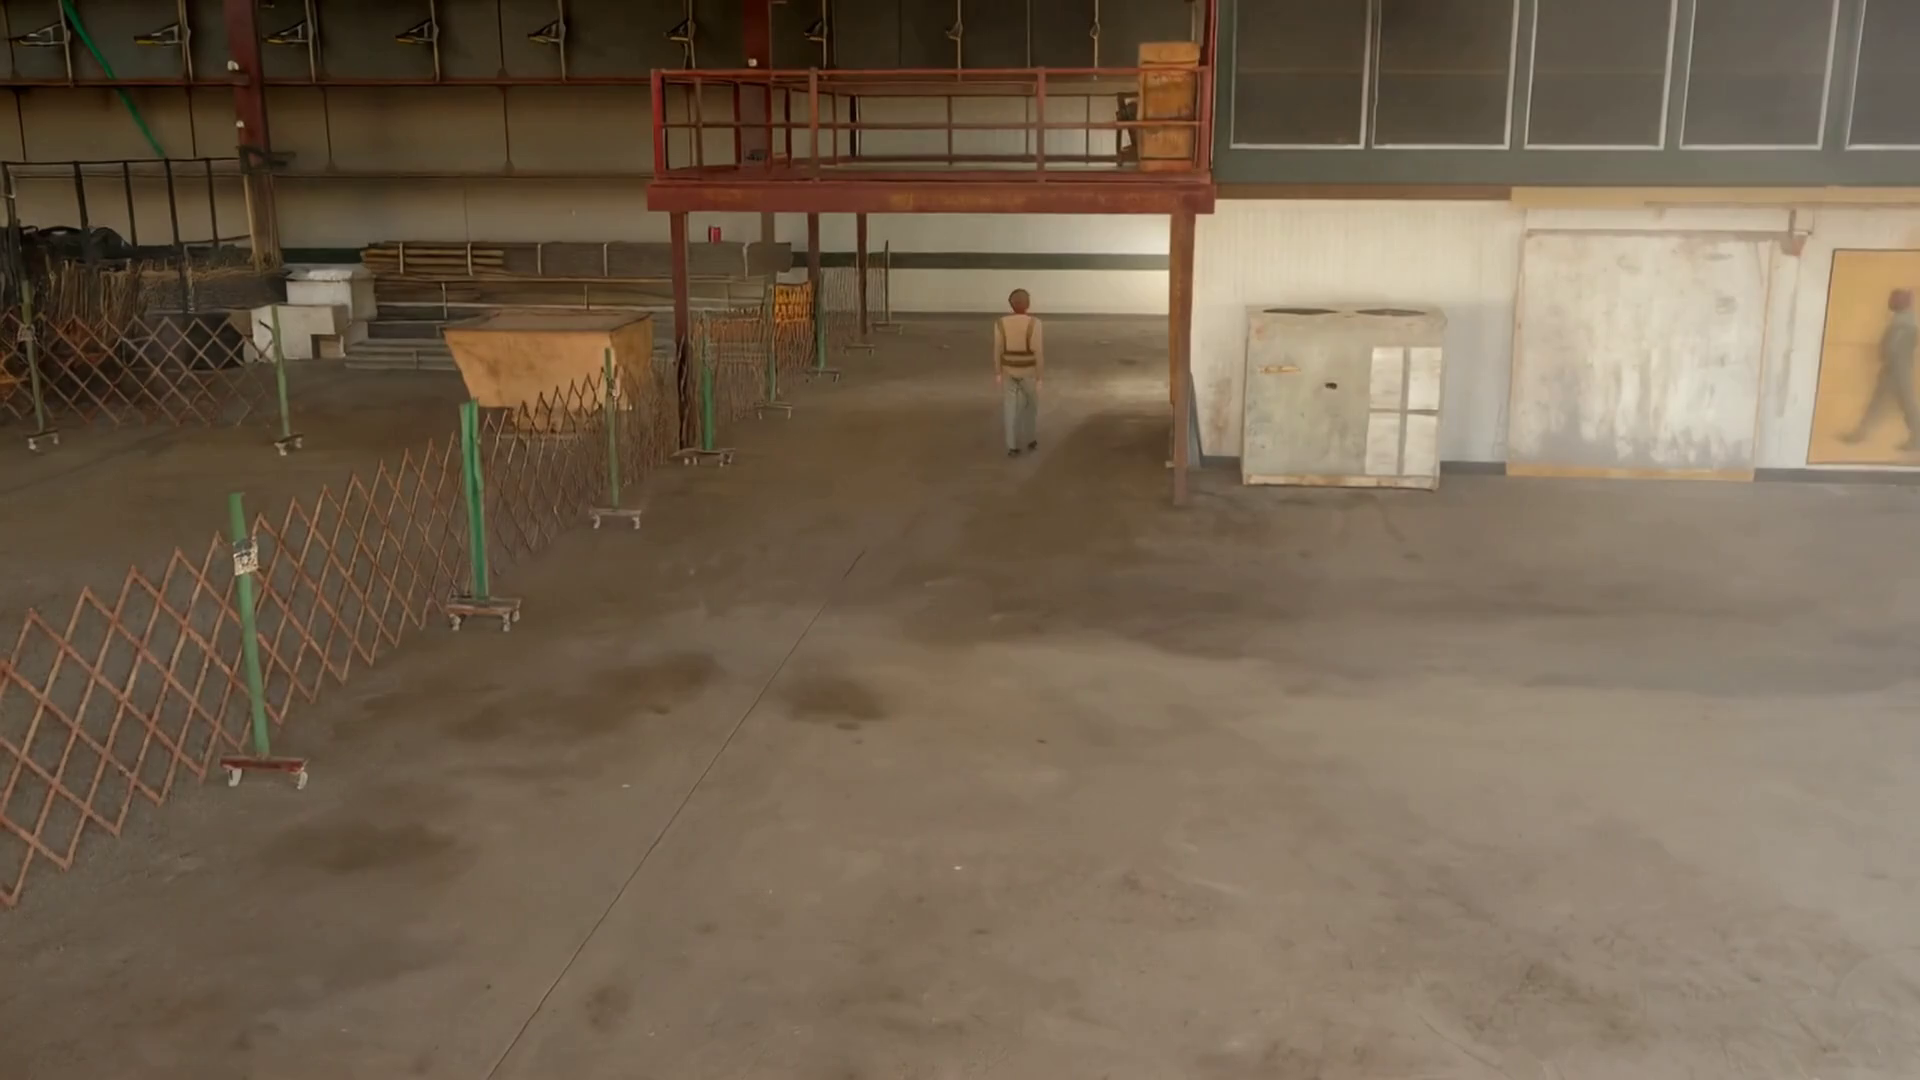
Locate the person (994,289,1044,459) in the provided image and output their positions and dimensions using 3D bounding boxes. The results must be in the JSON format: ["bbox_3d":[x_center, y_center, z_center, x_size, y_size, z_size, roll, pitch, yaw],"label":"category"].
[{"bbox_3d":[0.691,-1.871,18.560,0.613,1.856,0.803,5,14,18],"label":"person"}]
